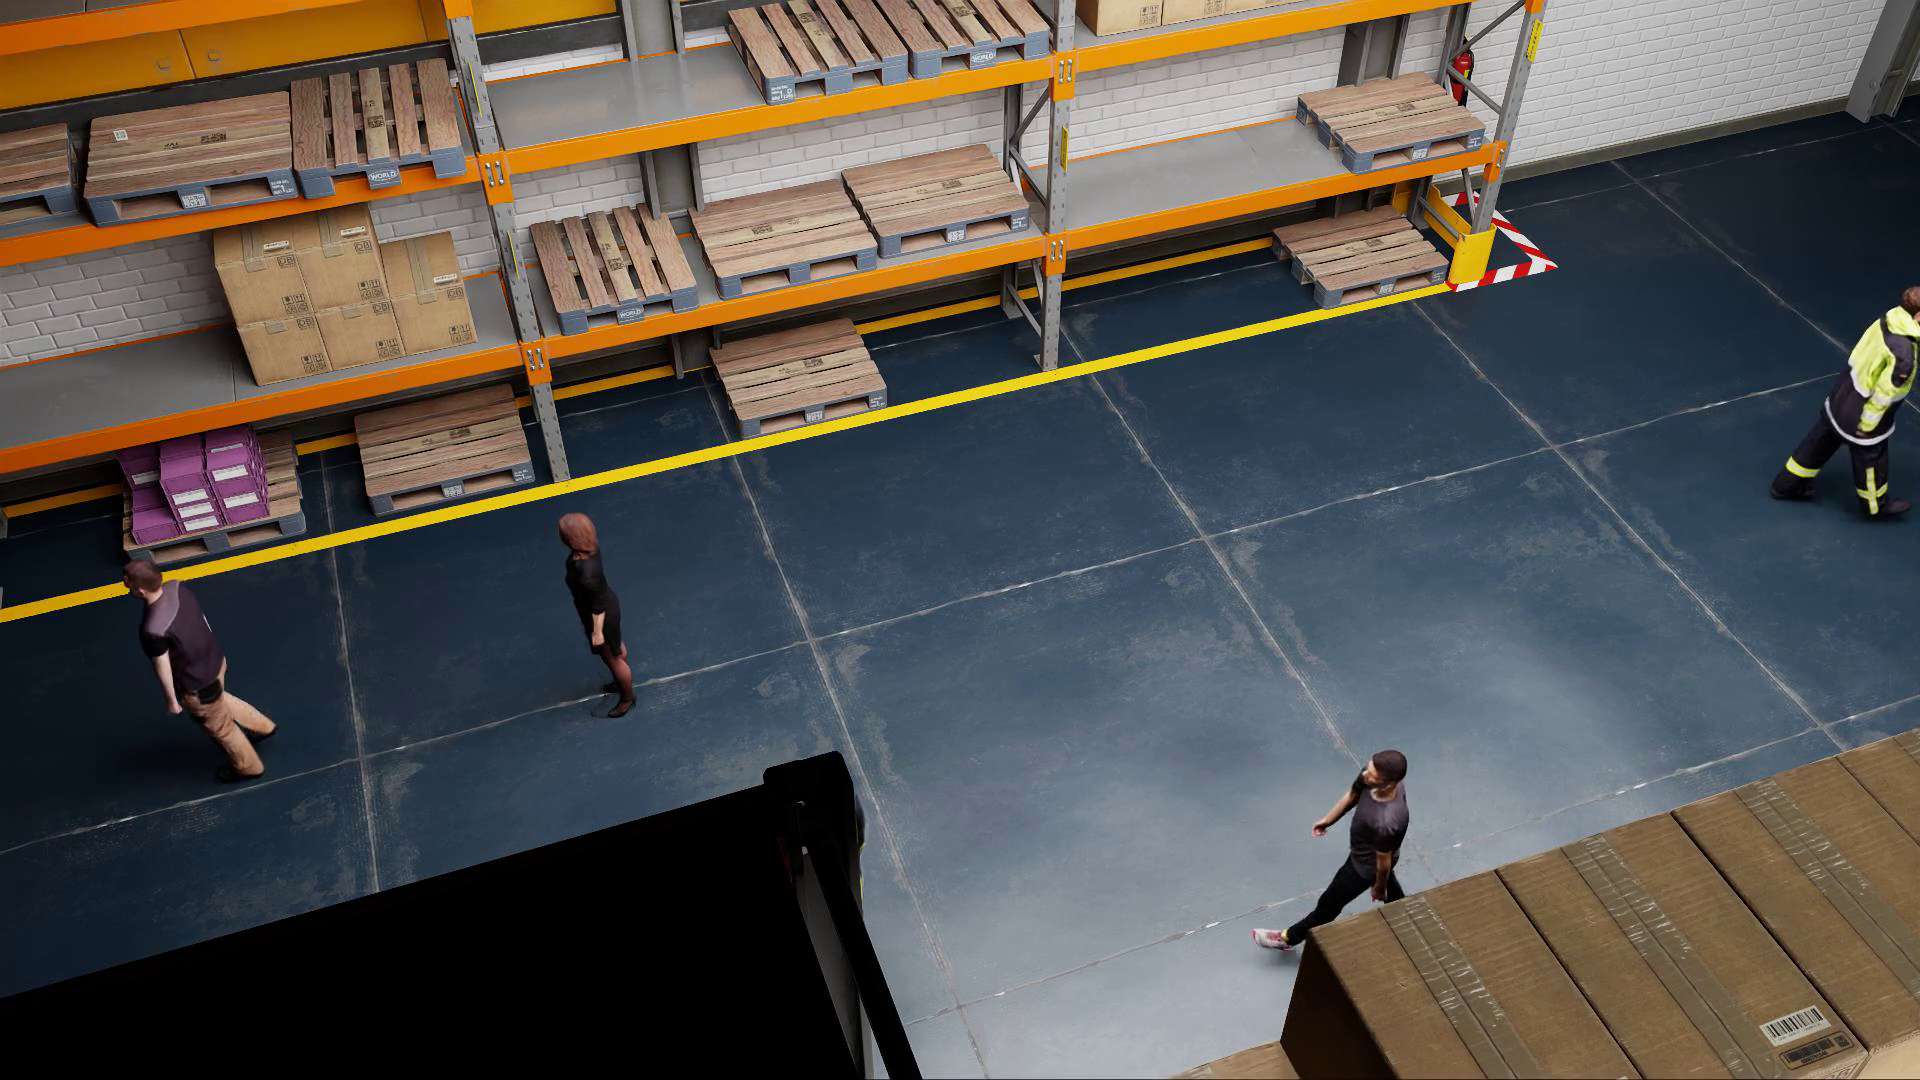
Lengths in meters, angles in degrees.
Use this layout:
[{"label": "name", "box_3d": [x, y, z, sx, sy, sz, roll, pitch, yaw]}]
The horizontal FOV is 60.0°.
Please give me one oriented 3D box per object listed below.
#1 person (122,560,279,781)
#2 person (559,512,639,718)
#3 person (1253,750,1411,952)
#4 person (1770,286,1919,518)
[{"label": "person", "box_3d": [-4.505, 0.784, 10.008, 0.772, 1.825, 0.766, -4, 44, -4]}, {"label": "person", "box_3d": [-2.257, 0.463, 10.433, 0.534, 1.703, 0.608, -10, 44, -10]}, {"label": "person", "box_3d": [2.321, 1.733, 9.095, 1.237, 1.710, 0.977, 4, 44, 4]}, {"label": "person", "box_3d": [6.311, -0.987, 11.784, 1.276, 1.939, 1.086, 4, 44, 4]}]
